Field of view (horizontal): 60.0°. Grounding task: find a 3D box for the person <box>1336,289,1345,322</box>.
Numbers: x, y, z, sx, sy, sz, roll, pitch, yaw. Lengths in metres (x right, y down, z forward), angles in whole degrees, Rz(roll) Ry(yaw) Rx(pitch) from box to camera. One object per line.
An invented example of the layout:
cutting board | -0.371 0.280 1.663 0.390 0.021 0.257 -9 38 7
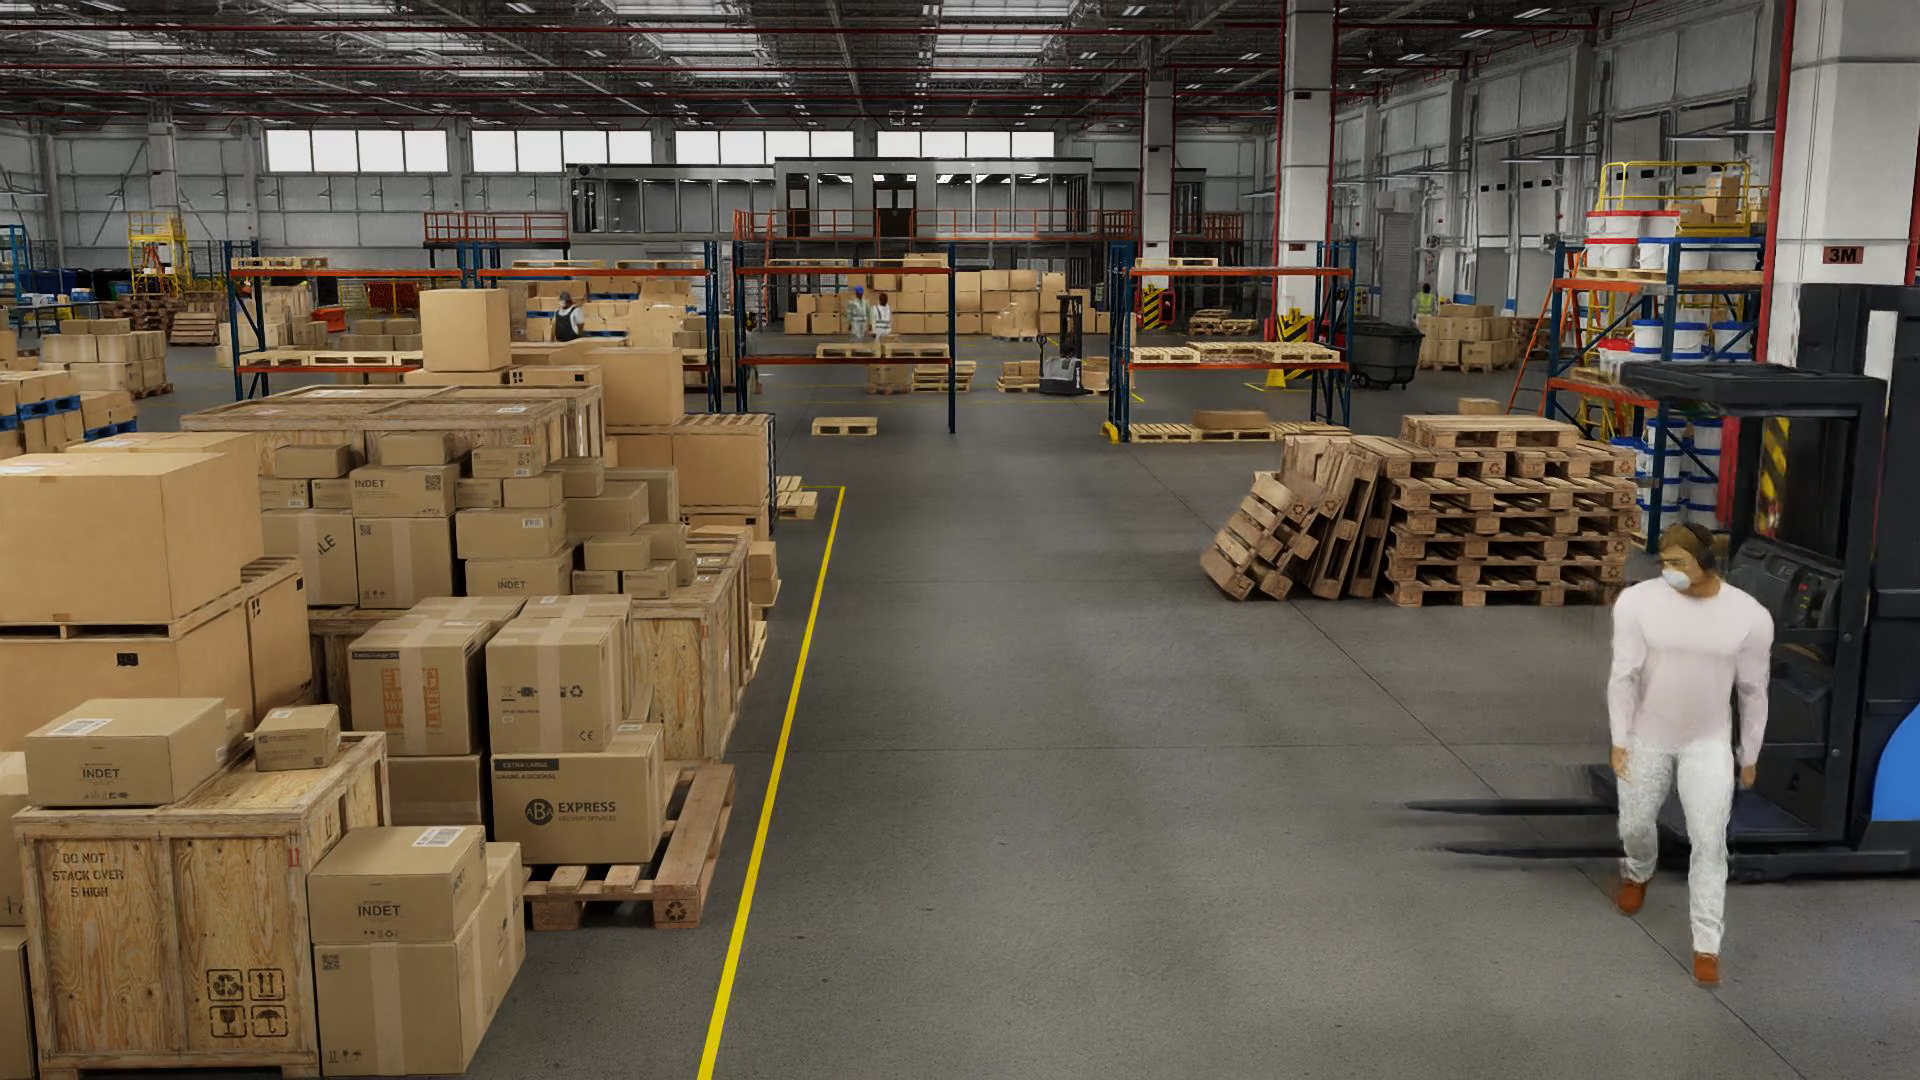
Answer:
person | 9.443 -5.317 41.504 0.387 1.859 0.637 -3 11 -15

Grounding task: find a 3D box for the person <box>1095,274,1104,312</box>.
person | 4.909 -8.284 57.852 0.396 1.910 0.587 -6 12 -29

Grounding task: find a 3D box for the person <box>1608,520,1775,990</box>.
person | 3.076 0.839 7.049 0.639 1.893 0.796 5 11 25

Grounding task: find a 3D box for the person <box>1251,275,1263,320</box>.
person | 11.032 -8.966 61.871 0.515 1.830 0.424 -6 12 -30

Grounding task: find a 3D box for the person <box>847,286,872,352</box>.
person | -2.469 -5.460 42.095 0.609 1.917 0.849 -8 13 -39

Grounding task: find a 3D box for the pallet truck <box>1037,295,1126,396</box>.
pallet truck | 2.483 -3.881 33.060 1.885 1.965 0.823 -7 13 -36

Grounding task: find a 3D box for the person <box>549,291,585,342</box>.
person | -8.320 -4.260 35.053 0.701 2.000 0.992 6 12 30

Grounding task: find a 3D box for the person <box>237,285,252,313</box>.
person | -18.138 -5.528 42.458 0.551 1.920 0.493 1 10 3

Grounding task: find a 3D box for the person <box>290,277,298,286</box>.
person | -24.717 -8.915 61.865 0.492 1.719 0.662 -2 10 -9

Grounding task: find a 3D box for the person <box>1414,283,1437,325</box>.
person | 13.748 -6.674 49.099 0.661 1.821 0.660 2 10 8

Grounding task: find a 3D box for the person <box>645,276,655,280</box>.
person | -10.337 -7.840 55.276 1.033 1.935 0.623 -2 10 -10

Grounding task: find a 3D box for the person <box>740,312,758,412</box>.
person | -3.490 -2.869 27.765 0.320 1.876 0.533 1 10 8

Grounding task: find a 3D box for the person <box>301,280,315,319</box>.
person | -20.680 -7.285 52.525 0.614 1.815 0.504 1 10 5

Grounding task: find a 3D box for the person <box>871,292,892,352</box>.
person | -1.890 -4.979 39.601 0.586 1.858 0.894 -8 13 -37

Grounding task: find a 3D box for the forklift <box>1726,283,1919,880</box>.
forklift | 4.411 0.147 8.163 1.873 2.768 1.129 0 10 -2

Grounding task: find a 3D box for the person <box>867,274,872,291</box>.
person | -3.347 -8.488 58.936 0.542 1.928 0.400 -3 11 -16
